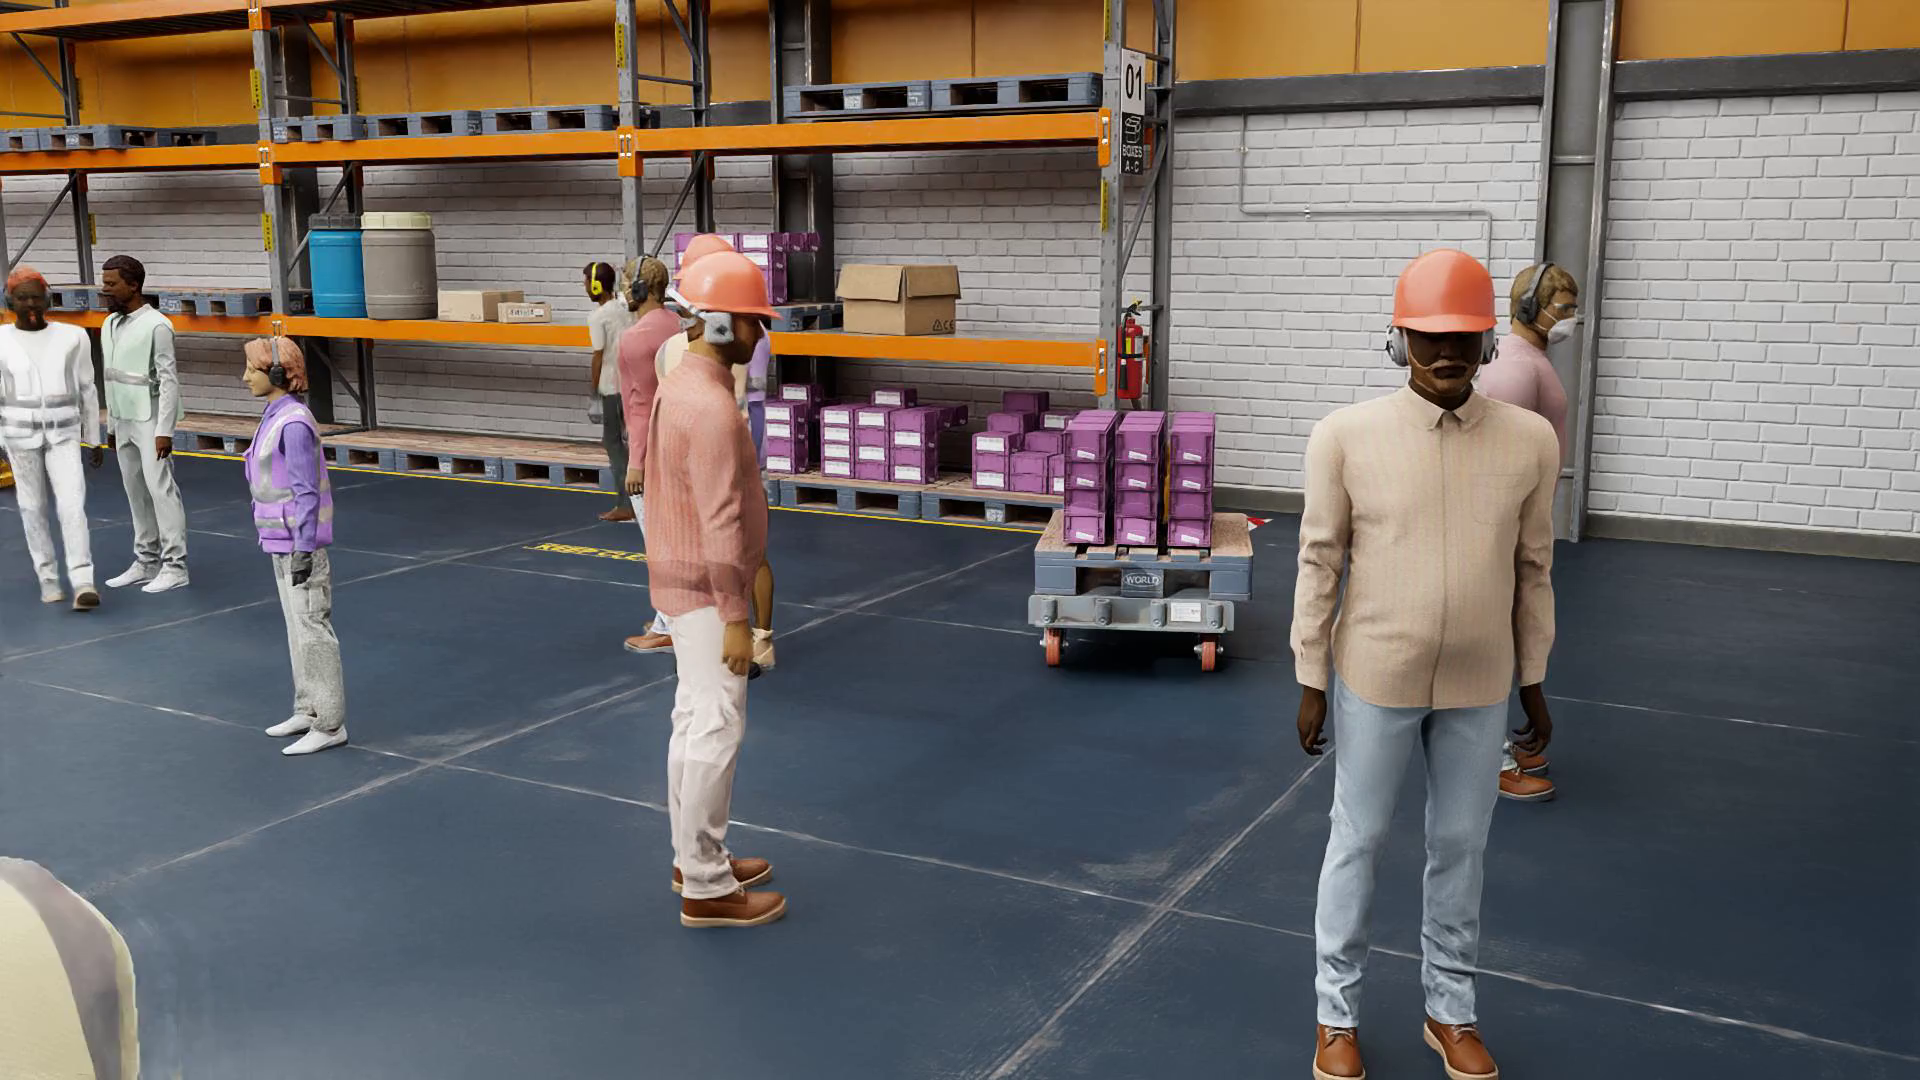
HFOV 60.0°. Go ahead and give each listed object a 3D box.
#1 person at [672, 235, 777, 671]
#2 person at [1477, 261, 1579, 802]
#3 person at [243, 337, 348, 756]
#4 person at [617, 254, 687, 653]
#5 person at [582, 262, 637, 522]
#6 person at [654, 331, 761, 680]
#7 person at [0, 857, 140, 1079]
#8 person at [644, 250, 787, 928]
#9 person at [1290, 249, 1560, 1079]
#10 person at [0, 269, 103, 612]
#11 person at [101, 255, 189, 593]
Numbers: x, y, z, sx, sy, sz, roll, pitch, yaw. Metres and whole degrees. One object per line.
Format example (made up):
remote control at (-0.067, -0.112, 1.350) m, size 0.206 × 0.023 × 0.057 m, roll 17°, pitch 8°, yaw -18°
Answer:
person at (-1.102, -0.382, 7.712) m, size 0.418 × 2.036 × 0.601 m, roll -8°, pitch 13°, yaw -37°
person at (2.033, -0.037, 6.073) m, size 0.370 × 1.934 × 0.627 m, roll 3°, pitch 11°, yaw 18°
person at (-2.621, 0.023, 6.545) m, size 0.311 × 1.639 × 0.521 m, roll -6°, pitch 12°, yaw -31°
person at (-1.476, -0.415, 8.125) m, size 0.366 × 1.938 × 0.630 m, roll 2°, pitch 11°, yaw 10°
person at (-2.455, -1.031, 11.746) m, size 0.399 × 1.847 × 0.545 m, roll 4°, pitch 11°, yaw 20°
person at (-1.132, -0.308, 7.584) m, size 0.546 × 1.930 × 0.390 m, roll 9°, pitch 14°, yaw 41°
person at (-0.728, 0.882, 1.216) m, size 1.041 × 1.894 × 0.596 m, roll 3°, pitch 11°, yaw 15°
person at (-0.713, 0.152, 4.905) m, size 0.413 × 1.984 × 0.624 m, roll -4°, pitch 11°, yaw -19°
person at (1.097, 0.324, 3.923) m, size 0.625 × 1.992 × 0.388 m, roll 0°, pitch 10°, yaw -2°
person at (-4.941, -0.518, 8.955) m, size 0.608 × 1.837 × 0.951 m, roll -7°, pitch 12°, yaw -33°
person at (-4.693, -0.665, 9.555) m, size 0.591 × 1.919 × 0.391 m, roll 6°, pitch 12°, yaw 31°
